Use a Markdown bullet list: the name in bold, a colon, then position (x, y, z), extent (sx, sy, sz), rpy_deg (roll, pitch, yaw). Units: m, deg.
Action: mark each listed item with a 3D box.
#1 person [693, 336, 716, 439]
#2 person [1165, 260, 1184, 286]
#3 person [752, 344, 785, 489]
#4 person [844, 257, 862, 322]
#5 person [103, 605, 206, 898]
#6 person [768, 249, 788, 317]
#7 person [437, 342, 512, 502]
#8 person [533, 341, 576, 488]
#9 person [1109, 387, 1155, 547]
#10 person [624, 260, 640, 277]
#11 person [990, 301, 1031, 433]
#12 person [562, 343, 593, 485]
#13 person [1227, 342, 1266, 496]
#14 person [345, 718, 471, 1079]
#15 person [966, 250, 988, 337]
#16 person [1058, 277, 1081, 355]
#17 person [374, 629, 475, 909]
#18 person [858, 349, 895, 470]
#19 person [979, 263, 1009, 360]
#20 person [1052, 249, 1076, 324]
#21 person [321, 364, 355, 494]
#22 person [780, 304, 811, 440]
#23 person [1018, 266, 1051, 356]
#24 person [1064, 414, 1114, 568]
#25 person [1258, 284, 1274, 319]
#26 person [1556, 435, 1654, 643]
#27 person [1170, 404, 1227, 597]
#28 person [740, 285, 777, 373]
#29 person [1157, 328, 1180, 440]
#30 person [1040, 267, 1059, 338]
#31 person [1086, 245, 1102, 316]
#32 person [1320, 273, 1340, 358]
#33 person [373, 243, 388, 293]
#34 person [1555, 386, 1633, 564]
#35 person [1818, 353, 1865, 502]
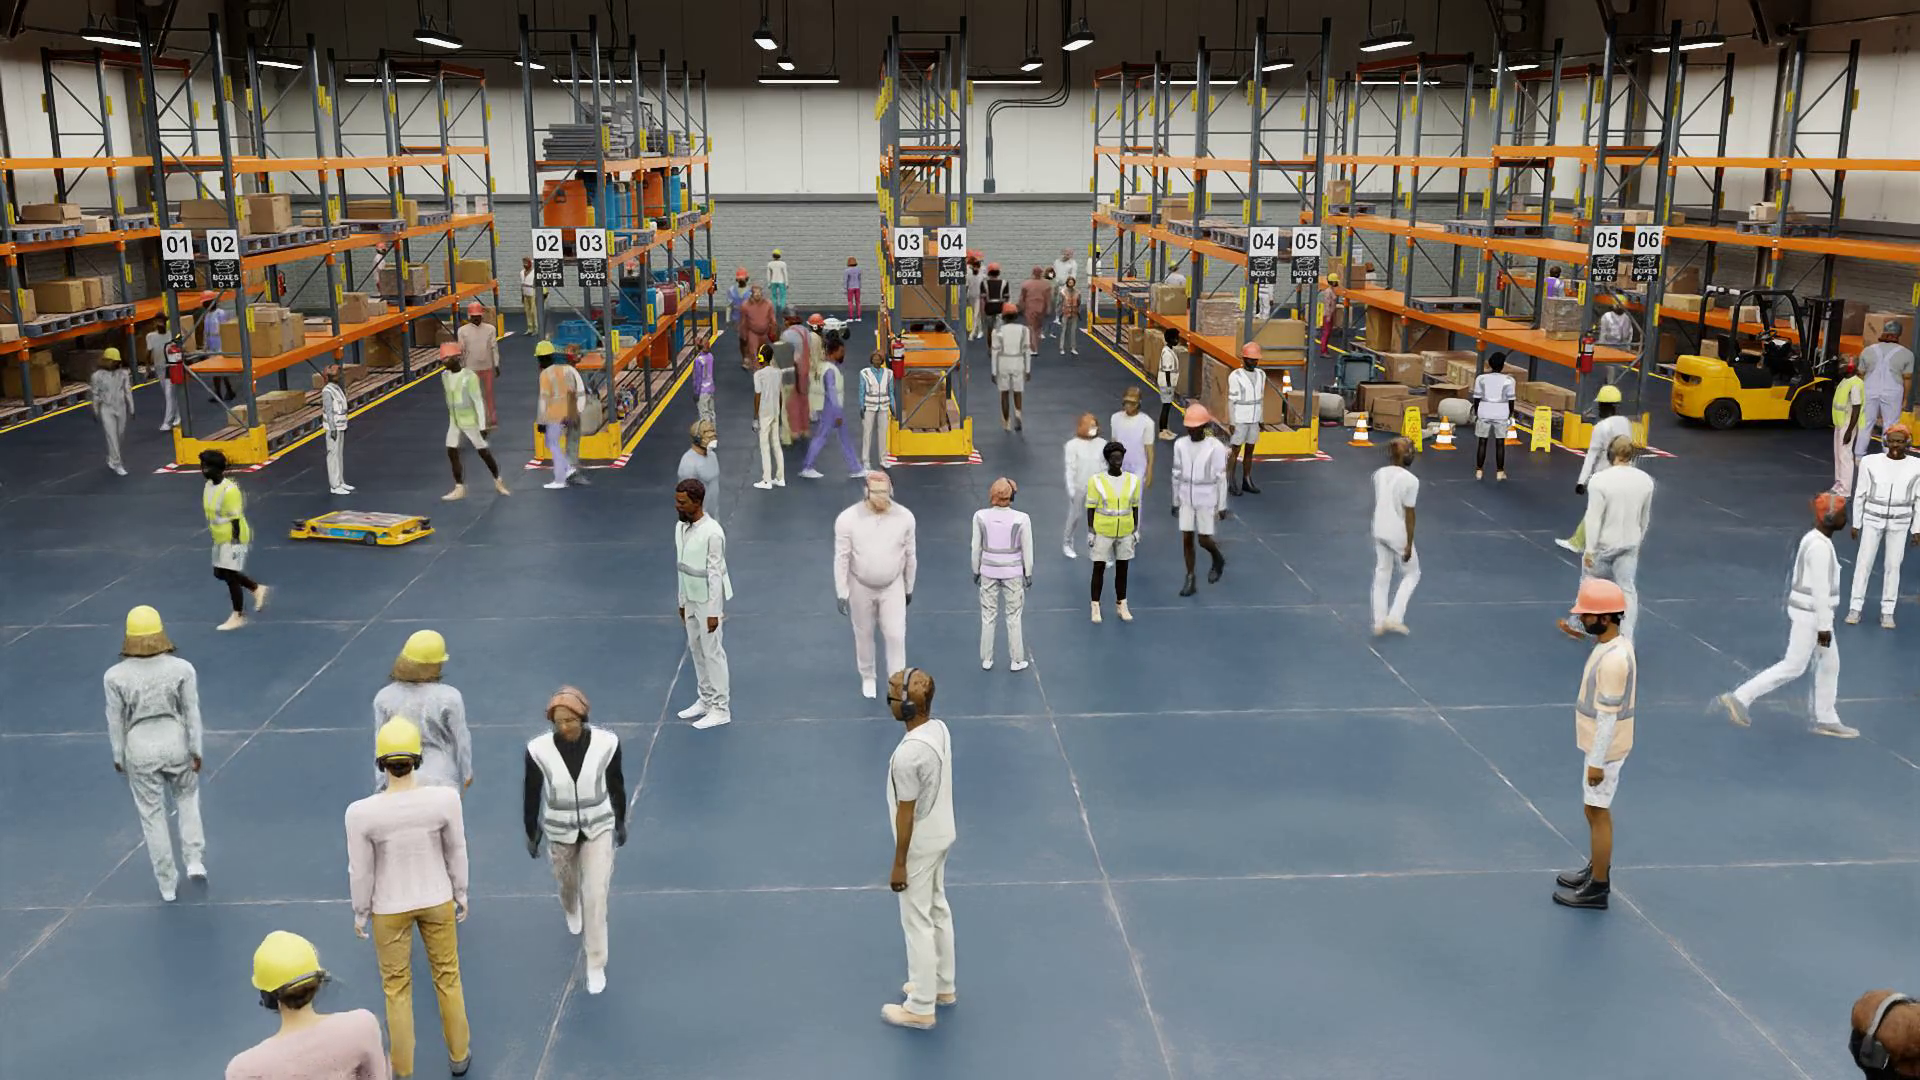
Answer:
- **person**: position (-3.726, -2.148, 24.219), extent (0.308, 1.645, 0.514), rpy_deg (3, 14, 13)
- **person**: position (4.950, -5.641, 38.820), extent (0.529, 1.742, 0.672), rpy_deg (-1, 13, -3)
- **person**: position (-2.473, -1.586, 21.387), extent (0.328, 1.862, 0.501), rpy_deg (9, 16, 34)
- **person**: position (-2.692, -6.309, 41.889), extent (0.493, 1.625, 0.280), rpy_deg (-8, 15, -31)
- **person**: position (-4.690, 1.231, 9.719), extent (0.487, 1.728, 0.454), rpy_deg (-7, 15, -28)
- **person**: position (-4.695, -6.633, 42.960), extent (0.534, 1.765, 0.330), rpy_deg (3, 14, 11)
- **person**: position (-6.070, -1.484, 20.697), extent (0.680, 2.000, 0.784), rpy_deg (7, 15, 26)
- **person**: position (-5.240, -1.599, 21.333), extent (0.421, 1.911, 0.593), rpy_deg (2, 13, 7)
- **person**: position (1.829, -0.747, 17.866), extent (0.549, 1.833, 0.429), rpy_deg (7, 15, 29)
- **person**: position (-7.711, -5.737, 39.217), extent (0.582, 1.732, 0.489), rpy_deg (5, 14, 21)
- **person**: position (0.772, -2.624, 25.410), extent (0.620, 2.026, 0.570), rpy_deg (-1, 13, -5)
- **person**: position (-5.038, -1.639, 21.626), extent (0.387, 1.846, 0.566), rpy_deg (-4, 14, -17)
- **person**: position (3.630, -1.527, 20.959), extent (0.548, 1.937, 0.379), rpy_deg (-7, 15, -28)
- **person**: position (-2.552, 1.683, 7.727), extent (0.528, 1.767, 0.329), rpy_deg (-7, 15, -26)
- **person**: position (0.330, -5.735, 38.628), extent (0.641, 2.016, 0.804), rpy_deg (-2, 13, -9)
- **person**: position (2.326, -4.748, 35.237), extent (0.514, 1.642, 0.310), rpy_deg (-4, 14, -16)
- **person**: position (-2.991, 1.323, 9.355), extent (0.515, 1.720, 0.430), rpy_deg (0, 13, 1)
- **person**: position (-1.138, -1.778, 22.665), extent (0.512, 1.638, 0.312), rpy_deg (-5, 14, -21)
- **person**: position (0.708, -4.737, 34.484), extent (0.622, 1.984, 1.092), rpy_deg (0, 13, -2)
- **person**: position (2.570, -6.283, 41.285), extent (0.684, 1.870, 0.510), rpy_deg (7, 15, 29)
- **person**: position (-7.908, -1.405, 21.074), extent (0.310, 1.642, 0.514), rpy_deg (-2, 13, -7)
- **person**: position (-2.538, -2.528, 24.978), extent (0.535, 2.000, 0.687), rpy_deg (5, 14, 22)
- **person**: position (1.576, -4.837, 35.125), extent (0.672, 1.864, 0.706), rpy_deg (-3, 14, -11)
- **person**: position (1.335, -0.544, 17.536), extent (0.506, 1.591, 0.818), rpy_deg (-4, 14, -17)
- **person**: position (7.054, -5.585, 38.281), extent (0.359, 1.880, 0.575), rpy_deg (-3, 14, -13)
- **person**: position (5.623, 0.023, 14.469), extent (0.665, 1.896, 0.952), rpy_deg (-3, 14, -13)
- **person**: position (2.345, -0.402, 16.238), extent (0.557, 1.915, 0.610), rpy_deg (9, 16, 35)
- **person**: position (-3.741, -3.815, 30.851), extent (0.632, 1.857, 1.023), rpy_deg (-6, 14, -23)
- **person**: position (3.121, -2.334, 24.918), extent (0.324, 1.685, 0.540), rpy_deg (2, 13, 9)
- **person**: position (2.059, -5.464, 38.284), extent (0.501, 1.633, 0.285), rpy_deg (-5, 14, -19)
- **person**: position (3.395, -6.450, 41.835), extent (0.367, 1.927, 0.587), rpy_deg (-8, 15, -29)
- **person**: position (7.732, -4.681, 34.711), extent (0.336, 1.757, 0.518), rpy_deg (6, 15, 25)
- **person**: position (-14.606, -6.526, 42.041), extent (0.399, 1.990, 0.617), rpy_deg (-4, 14, -18)
- **person**: position (6.786, -0.692, 17.551), extent (0.608, 1.870, 0.986), rpy_deg (-10, 17, -38)
- **person**: position (10.961, -1.387, 20.562), extent (0.373, 1.843, 0.571), rpy_deg (3, 14, 14)
